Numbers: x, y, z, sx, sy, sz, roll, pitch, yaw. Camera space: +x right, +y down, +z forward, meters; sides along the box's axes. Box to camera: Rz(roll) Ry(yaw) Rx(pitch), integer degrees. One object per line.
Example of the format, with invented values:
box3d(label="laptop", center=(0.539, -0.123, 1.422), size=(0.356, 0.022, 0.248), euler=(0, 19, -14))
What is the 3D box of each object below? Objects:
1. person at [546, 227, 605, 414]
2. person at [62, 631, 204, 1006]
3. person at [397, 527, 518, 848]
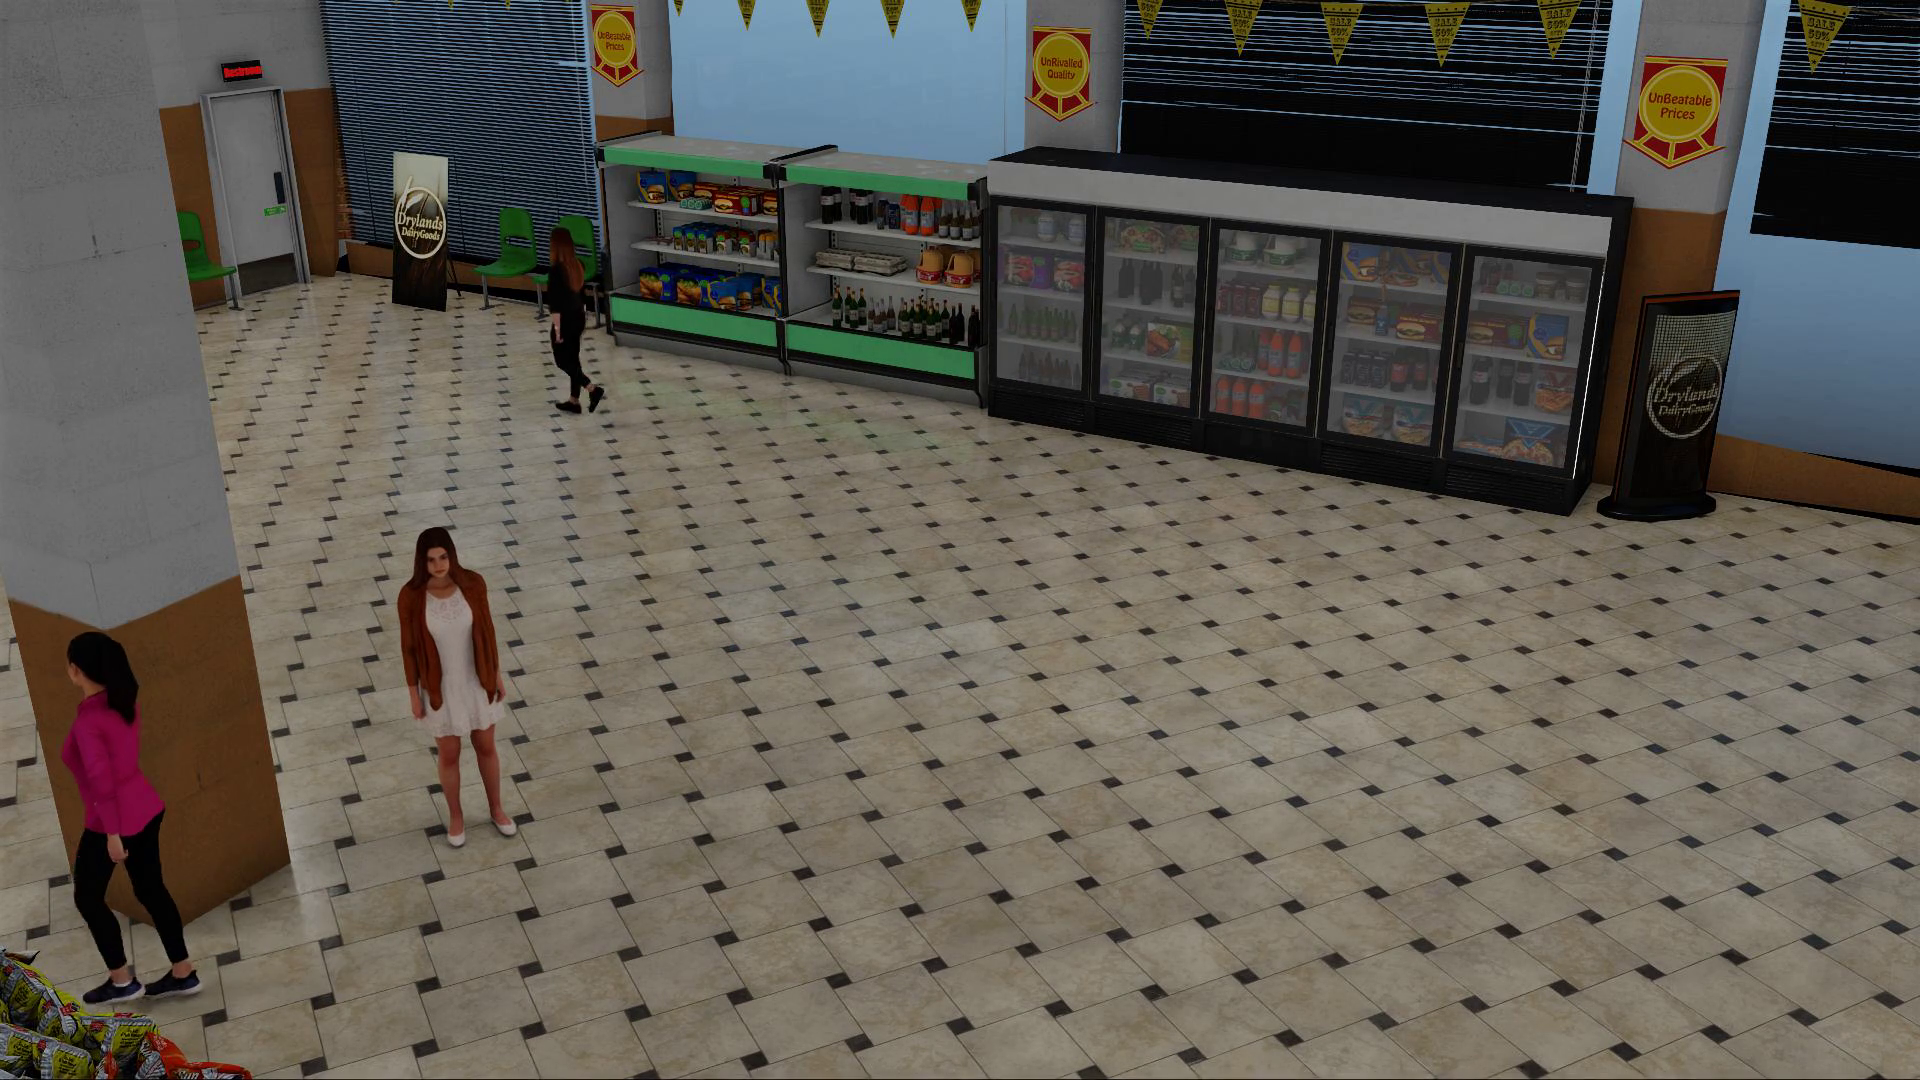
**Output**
box3d(label="person", center=(-3.419, -1.917, 14.802), size=(0.857, 1.699, 0.589), euler=(12, 25, 28))
box3d(label="person", center=(-3.461, 1.202, 7.077), size=(0.838, 1.673, 0.773), euler=(-2, 22, -6))
box3d(label="person", center=(-2.509, 0.703, 8.266), size=(0.704, 1.712, 0.720), euler=(-12, 25, -27))
